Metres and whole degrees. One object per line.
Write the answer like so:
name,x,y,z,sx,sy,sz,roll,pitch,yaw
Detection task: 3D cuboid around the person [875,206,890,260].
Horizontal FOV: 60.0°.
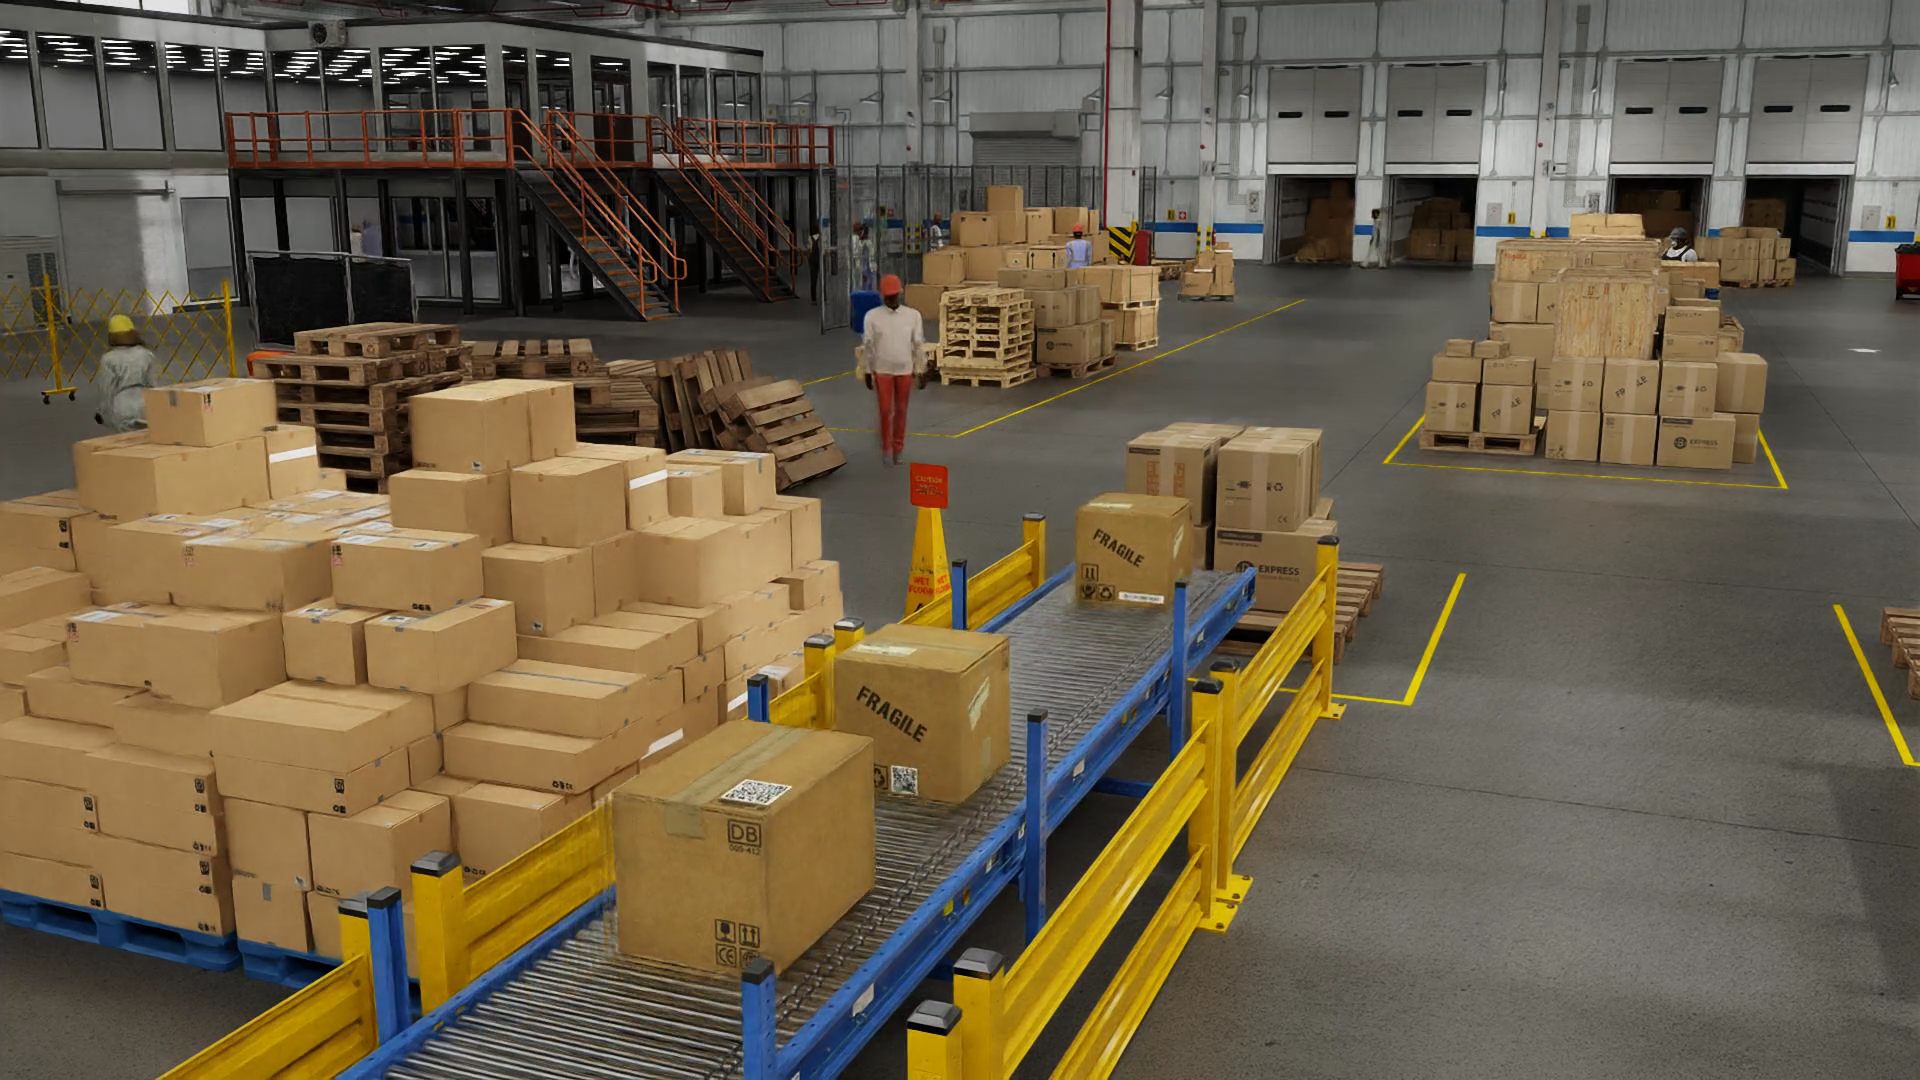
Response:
person,-2.693,-10.269,55.643,0.672,1.824,0.634,3,13,14

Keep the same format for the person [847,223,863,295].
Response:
person,-2.264,-6.194,37.350,0.583,1.831,0.989,4,13,17

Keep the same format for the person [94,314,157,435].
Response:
person,-7.555,-1.182,15.083,0.383,1.725,0.500,8,15,31

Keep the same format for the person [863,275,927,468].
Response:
person,-0.636,-1.699,16.894,0.647,1.947,0.775,-3,13,-12

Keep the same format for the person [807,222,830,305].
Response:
person,-3.173,-6.196,37.320,0.517,1.843,0.325,4,13,19

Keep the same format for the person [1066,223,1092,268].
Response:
person,2.387,-5.431,33.670,0.545,1.942,0.349,-2,13,-10

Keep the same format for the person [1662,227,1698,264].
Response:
person,12.304,-4.377,28.719,0.538,2.000,0.684,-7,14,-28

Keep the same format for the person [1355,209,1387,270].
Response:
person,12.497,-9.061,50.229,0.968,1.814,0.548,4,13,16

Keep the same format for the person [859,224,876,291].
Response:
person,-1.892,-5.463,33.897,0.387,1.910,0.591,1,13,3

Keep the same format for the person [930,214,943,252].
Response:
person,-0.588,-7.327,42.302,0.356,1.886,0.574,-5,14,-22
